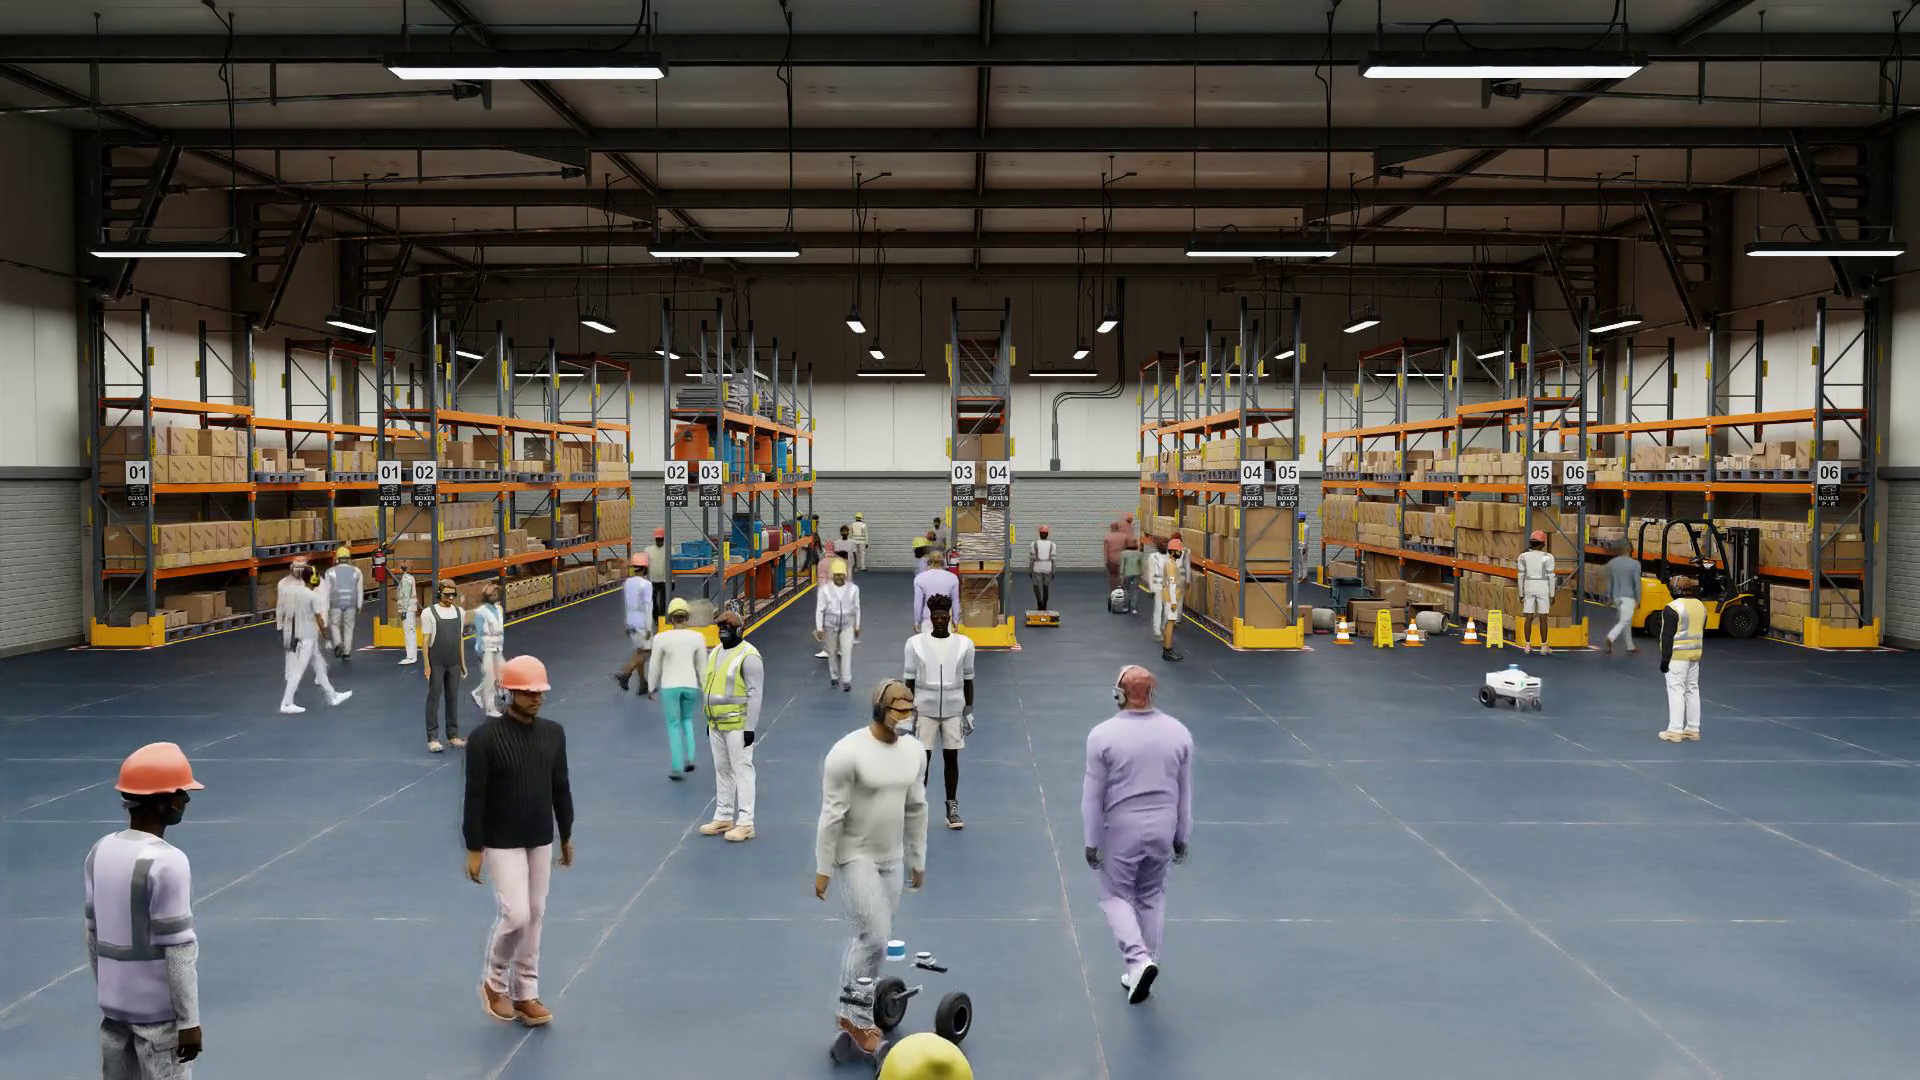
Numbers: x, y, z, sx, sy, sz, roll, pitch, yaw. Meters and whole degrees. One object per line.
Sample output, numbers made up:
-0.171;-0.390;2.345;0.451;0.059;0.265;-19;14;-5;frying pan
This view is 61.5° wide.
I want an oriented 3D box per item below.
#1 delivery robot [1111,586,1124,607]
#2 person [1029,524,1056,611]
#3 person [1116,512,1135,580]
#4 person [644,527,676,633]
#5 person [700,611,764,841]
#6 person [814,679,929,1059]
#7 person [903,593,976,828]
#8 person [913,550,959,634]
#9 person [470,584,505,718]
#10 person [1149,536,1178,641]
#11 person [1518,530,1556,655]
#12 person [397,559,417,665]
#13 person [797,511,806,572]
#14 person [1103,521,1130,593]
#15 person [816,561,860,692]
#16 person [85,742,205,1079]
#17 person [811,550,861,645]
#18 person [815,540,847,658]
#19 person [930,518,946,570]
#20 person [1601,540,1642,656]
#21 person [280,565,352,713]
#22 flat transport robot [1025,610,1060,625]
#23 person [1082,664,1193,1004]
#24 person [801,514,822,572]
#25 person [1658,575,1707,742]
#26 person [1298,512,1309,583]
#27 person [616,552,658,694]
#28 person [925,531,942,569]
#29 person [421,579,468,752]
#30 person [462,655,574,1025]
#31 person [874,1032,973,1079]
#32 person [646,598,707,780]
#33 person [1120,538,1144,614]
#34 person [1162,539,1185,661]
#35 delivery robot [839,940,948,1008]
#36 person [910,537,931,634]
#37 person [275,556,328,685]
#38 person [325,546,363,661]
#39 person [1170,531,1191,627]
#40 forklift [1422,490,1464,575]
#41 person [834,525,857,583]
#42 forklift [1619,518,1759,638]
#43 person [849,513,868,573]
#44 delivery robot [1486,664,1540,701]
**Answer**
3.452;1.240;34.963;0.477;0.478;0.707;0;2;5;delivery robot
1.752;0.624;34.068;0.570;1.925;0.556;0;2;-5;person
4.721;0.165;45.593;1.050;1.941;0.642;2;3;39;person
-5.639;0.744;30.334;0.634;1.982;0.539;0;2;-2;person
-1.874;1.496;13.144;0.429;1.846;0.633;-2;3;-43;person
-0.423;1.660;8.275;0.634;1.904;0.643;2;3;43;person
-0.170;1.422;13.509;0.608;1.966;0.374;0;2;-7;person
-0.321;1.102;21.902;0.635;1.937;0.352;0;2;-11;person
-5.780;1.344;19.695;0.485;1.631;0.516;1;2;19;person
3.631;0.868;28.639;0.617;1.862;0.569;-1;3;-32;person
9.516;0.864;26.628;0.605;2.044;0.374;2;3;37;person
-8.623;1.120;25.180;0.311;1.638;0.522;0;2;-9;person
-4.732;0.090;47.657;0.381;1.917;0.586;-1;3;-31;person
3.750;0.483;38.500;0.662;1.868;0.757;0;2;-4;person
-1.670;1.173;22.125;0.615;1.780;0.950;0;2;-9;person
-3.036;1.731;6.095;0.551;1.934;0.373;1;3;31;person
-2.176;0.999;28.069;0.820;1.668;0.535;0;2;7;person
-2.122;0.952;26.185;0.406;1.902;0.637;2;3;37;person
-0.588;0.290;44.132;0.525;1.815;0.956;1;2;14;person
10.779;0.946;26.320;0.884;1.909;0.636;-1;3;-28;person
-8.062;1.228;20.193;0.559;1.813;0.982;2;3;44;person
1.630;1.540;32.086;0.652;0.197;1.431;0;2;1;flat transport robot
1.008;1.642;8.997;0.648;1.887;0.630;-1;2;-17;person
-4.032;0.219;45.097;1.026;1.855;0.601;-1;2;-20;person
8.038;1.312;18.003;0.619;1.836;0.431;-1;3;-31;person
9.421;0.200;44.493;0.390;1.948;0.607;0;2;-8;person
-4.343;1.123;21.649;0.548;1.920;0.671;2;3;40;person
-0.679;0.589;38.612;0.509;1.631;0.268;0;2;5;person
-5.526;1.332;17.337;0.346;1.842;0.506;2;3;41;person
-2.335;1.605;8.647;0.435;1.982;0.642;2;3;37;person
-0.093;1.924;3.470;0.524;1.760;0.327;-1;3;-32;person
-2.753;1.441;15.739;0.539;1.746;0.527;-1;3;-31;person
3.651;0.771;34.407;0.521;1.597;0.777;0;2;-5;person
3.419;0.948;25.829;0.370;1.933;0.551;0;2;2;person
-0.332;2.173;8.261;0.335;0.223;0.698;1;3;34;delivery robot
-0.561;0.900;27.427;0.592;1.902;0.603;0;2;9;person
-8.996;1.133;22.113;0.684;1.871;0.822;0;2;-5;person
-9.803;1.011;25.683;0.606;1.816;0.426;-1;3;-28;person
4.181;0.763;31.288;0.580;1.875;0.511;0;2;5;person
13.926;-0.371;47.846;1.873;2.768;1.129;0;2;0;forklift
-2.556;0.595;35.731;0.535;1.850;0.475;0;2;0;person
13.417;0.684;29.791;2.313;2.155;1.214;0;2;0;forklift
-3.055;0.081;49.030;0.586;1.826;0.403;1;2;16;person
7.002;1.817;20.435;0.477;0.478;0.707;-1;2;-22;delivery robot
